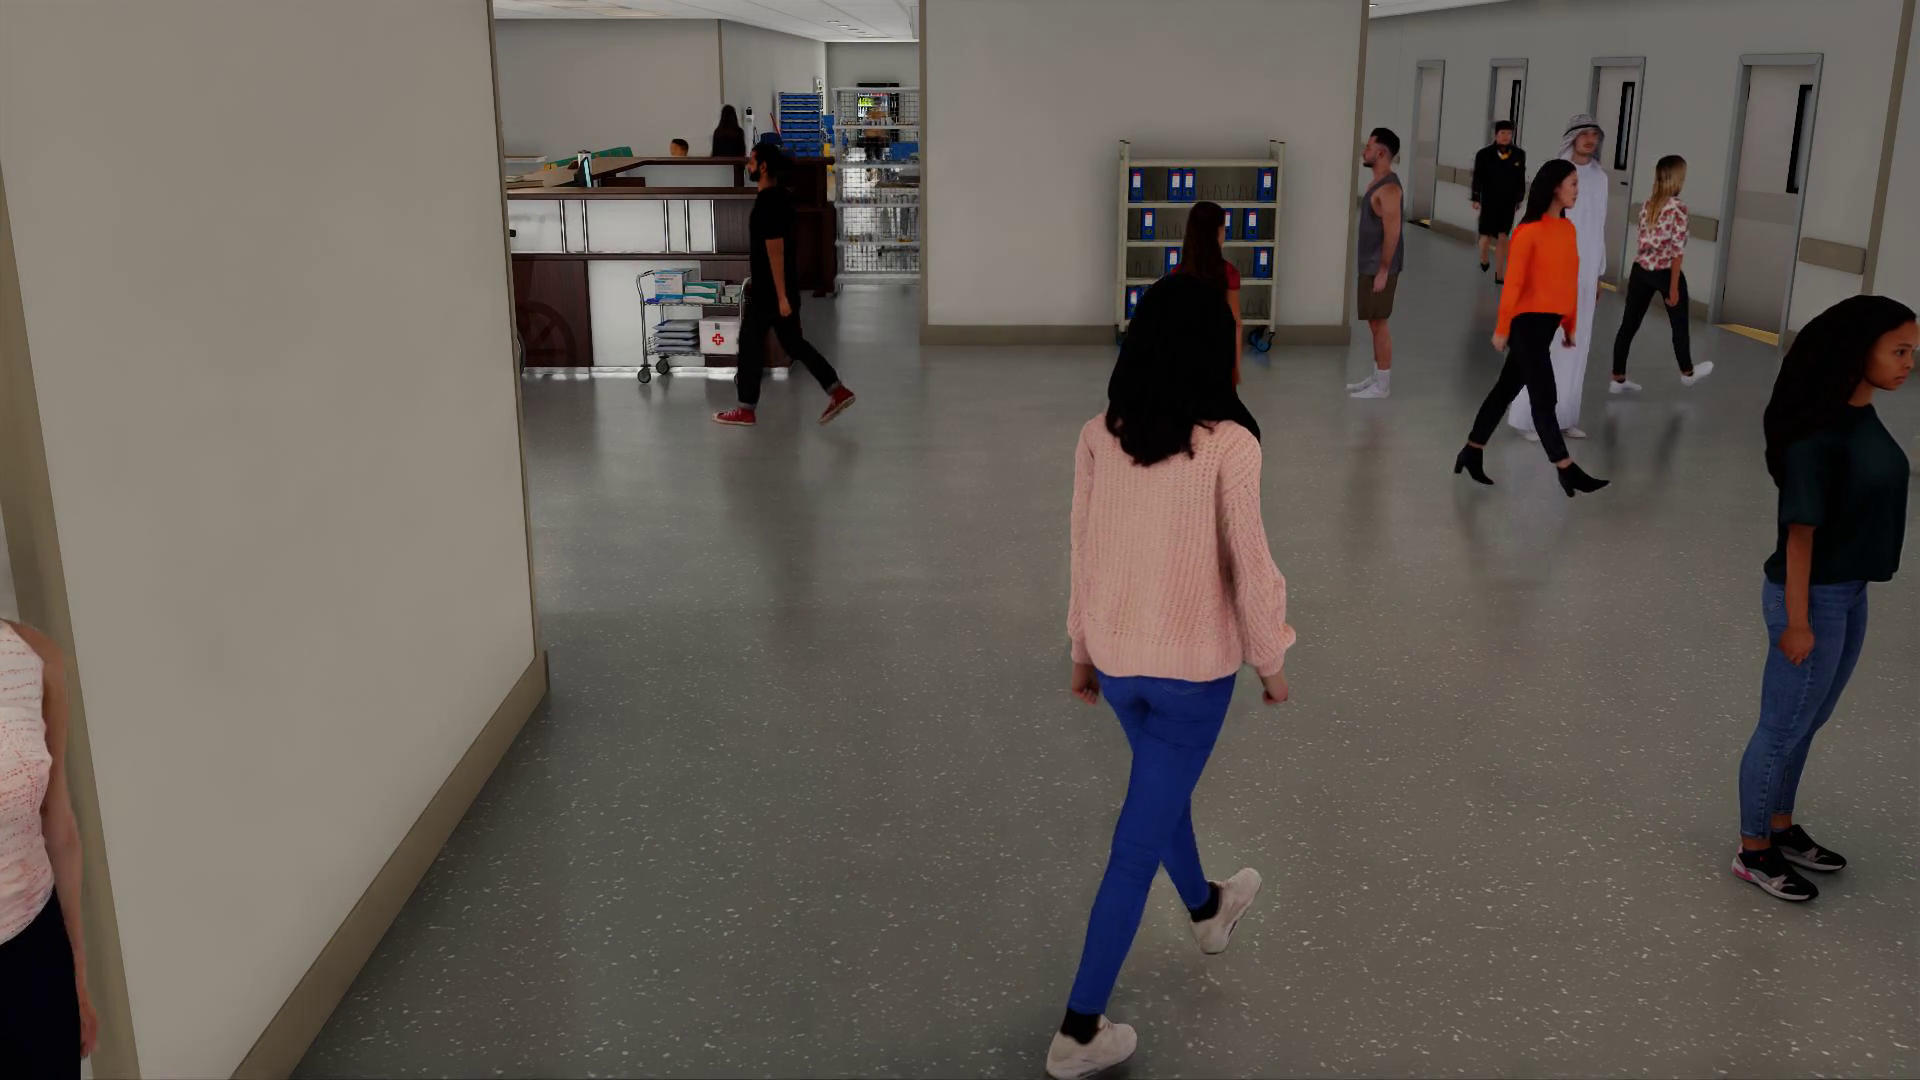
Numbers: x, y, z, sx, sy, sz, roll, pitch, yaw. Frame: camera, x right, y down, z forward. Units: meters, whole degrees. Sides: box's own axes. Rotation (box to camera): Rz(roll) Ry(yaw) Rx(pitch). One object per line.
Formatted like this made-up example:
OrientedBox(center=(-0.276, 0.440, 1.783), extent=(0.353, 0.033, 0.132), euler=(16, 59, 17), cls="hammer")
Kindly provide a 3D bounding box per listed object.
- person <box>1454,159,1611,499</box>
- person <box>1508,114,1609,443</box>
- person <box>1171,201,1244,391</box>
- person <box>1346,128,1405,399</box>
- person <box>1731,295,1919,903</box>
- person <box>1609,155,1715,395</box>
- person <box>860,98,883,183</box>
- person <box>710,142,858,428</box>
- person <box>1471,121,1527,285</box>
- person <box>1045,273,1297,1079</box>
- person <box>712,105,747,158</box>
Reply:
OrientedBox(center=(2.884, -1.074, 8.645), extent=(1.122, 1.699, 1.140), euler=(-12, 20, -37), cls="person")
OrientedBox(center=(3.630, -1.570, 9.987), extent=(0.698, 1.925, 0.843), euler=(-6, 17, -21), cls="person")
OrientedBox(center=(1.209, -0.898, 8.288), extent=(0.644, 1.553, 0.706), euler=(7, 17, 23), cls="person")
OrientedBox(center=(2.874, -1.877, 11.367), extent=(0.613, 1.843, 0.668), euler=(3, 16, 10), cls="person")
OrientedBox(center=(2.302, 0.147, 4.467), extent=(0.712, 1.616, 0.772), euler=(-15, 22, -42), cls="person")
OrientedBox(center=(4.632, -1.744, 11.218), extent=(1.133, 1.592, 0.900), euler=(-8, 18, -26), cls="person")
OrientedBox(center=(-1.769, -8.046, 33.472), extent=(0.941, 1.645, 0.745), euler=(2, 16, 9), cls="person")
OrientedBox(center=(-1.050, -1.531, 10.202), extent=(1.166, 1.734, 0.716), euler=(2, 16, 7), cls="person")
OrientedBox(center=(5.630, -3.528, 17.440), extent=(1.004, 1.649, 0.877), euler=(3, 16, 10), cls="person")
OrientedBox(center=(0.382, 0.342, 3.576), extent=(1.187, 1.723, 1.114), euler=(-15, 21, -42), cls="person")
OrientedBox(center=(-3.054, -4.839, 22.006), extent=(0.989, 1.694, 0.673), euler=(0, 16, 0), cls="person")
